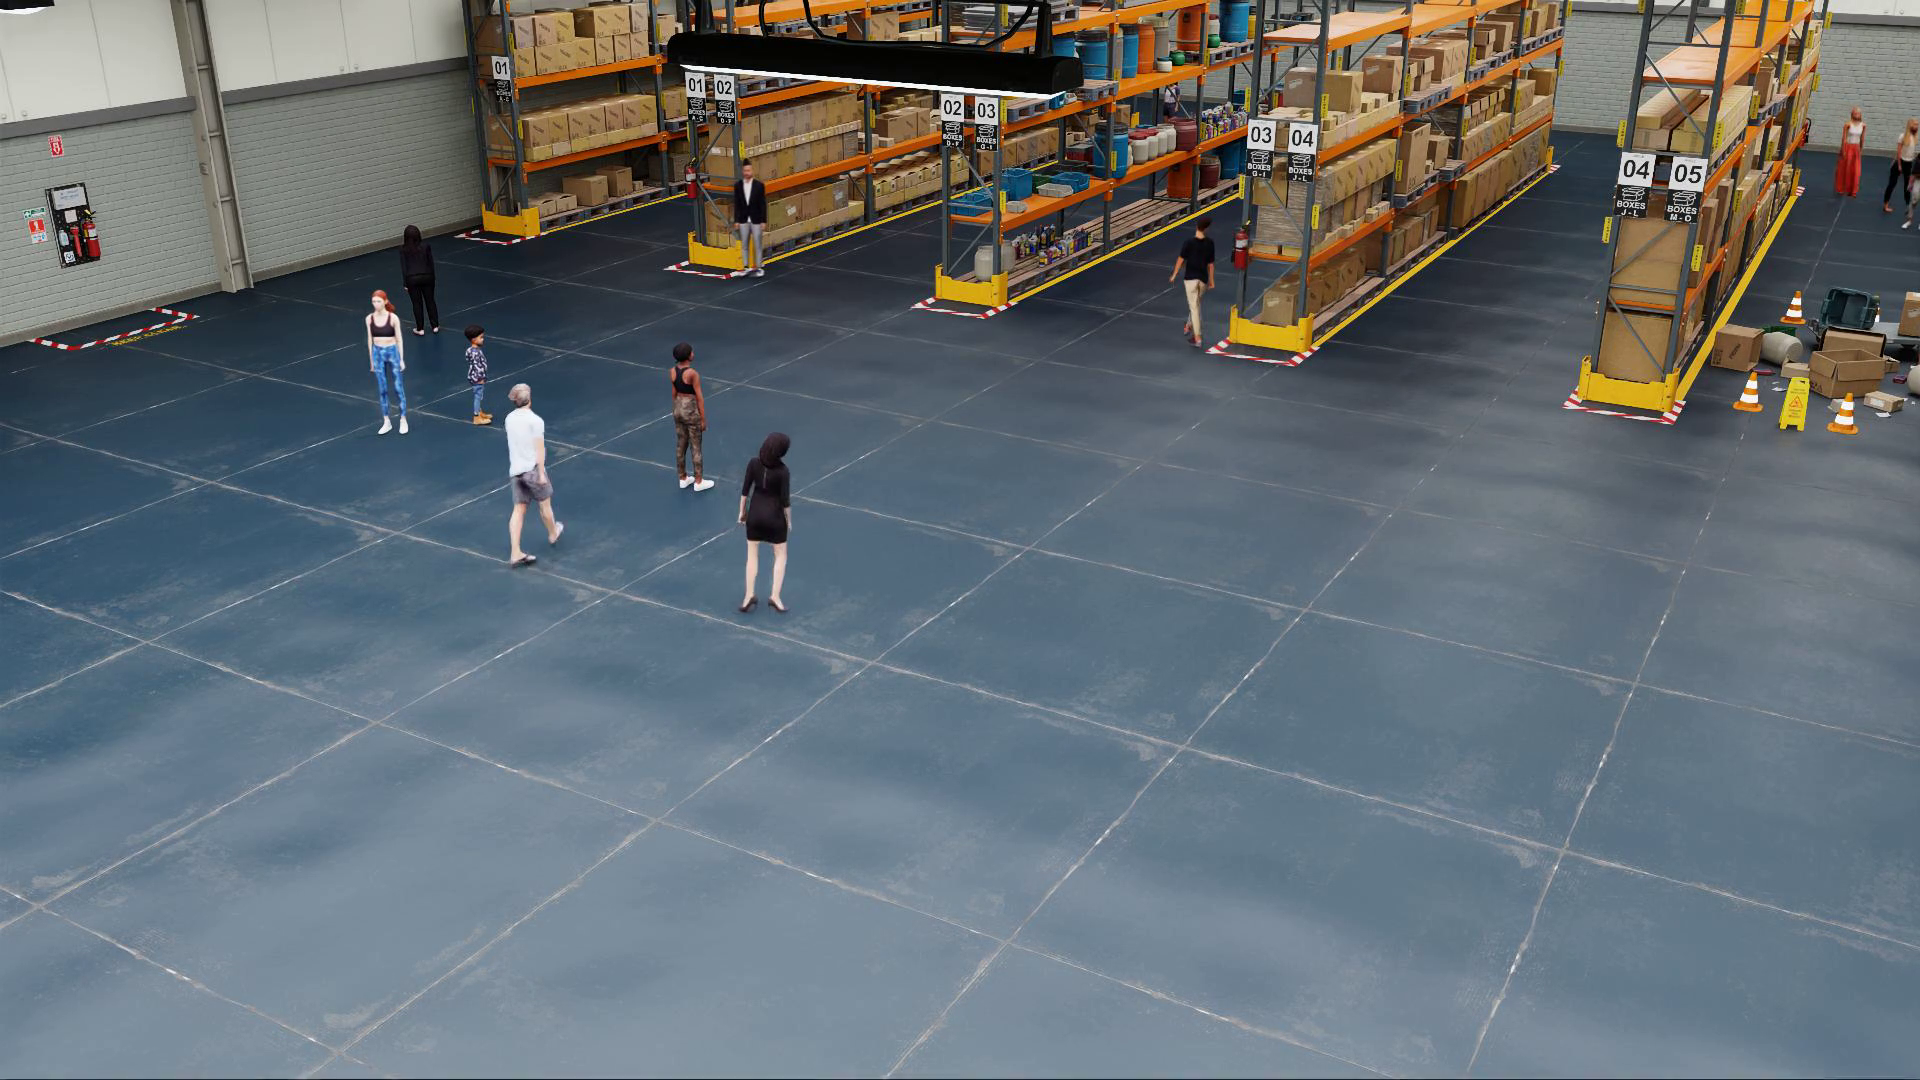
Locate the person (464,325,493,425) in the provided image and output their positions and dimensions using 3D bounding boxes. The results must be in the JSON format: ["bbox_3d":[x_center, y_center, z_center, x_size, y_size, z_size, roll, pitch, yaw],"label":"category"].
[{"bbox_3d":[-6.033,-2.071,20.766,0.632,1.250,0.562,-4,23,-9],"label":"person"}]

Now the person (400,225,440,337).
[{"bbox_3d":[-7.931,-3.819,24.409,0.696,1.616,0.804,-16,28,-33],"label":"person"}]

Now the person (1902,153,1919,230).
[{"bbox_3d":[17.919,-6.619,30.898,0.713,1.691,0.663,18,29,36],"label":"person"}]

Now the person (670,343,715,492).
[{"bbox_3d":[-3.042,-1.390,18.589,0.564,1.700,0.522,13,26,28],"label":"person"}]

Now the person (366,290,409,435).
[{"bbox_3d":[-6.997,-2.179,20.338,0.675,1.784,0.719,-1,23,-3],"label":"person"}]

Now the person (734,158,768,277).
[{"bbox_3d":[-3.463,-5.362,27.611,0.790,1.950,0.727,4,23,9],"label":"person"}]

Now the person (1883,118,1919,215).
[{"bbox_3d":[18.188,-7.250,32.239,0.956,1.802,1.072,-3,23,-8],"label":"person"}]

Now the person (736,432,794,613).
[{"bbox_3d":[-1.883,-0.150,15.576,0.771,1.776,0.602,2,23,4],"label":"person"}]

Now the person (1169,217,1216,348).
[{"bbox_3d":[3.427,-3.664,23.801,1.105,1.806,1.133,-9,25,-20],"label":"person"}]

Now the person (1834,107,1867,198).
[{"bbox_3d":[17.983,-7.859,33.724,0.895,1.761,1.138,3,23,7],"label":"person"}]

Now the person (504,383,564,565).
[{"bbox_3d":[-4.378,-0.619,16.667,0.738,1.785,1.123,13,26,28],"label":"person"}]
